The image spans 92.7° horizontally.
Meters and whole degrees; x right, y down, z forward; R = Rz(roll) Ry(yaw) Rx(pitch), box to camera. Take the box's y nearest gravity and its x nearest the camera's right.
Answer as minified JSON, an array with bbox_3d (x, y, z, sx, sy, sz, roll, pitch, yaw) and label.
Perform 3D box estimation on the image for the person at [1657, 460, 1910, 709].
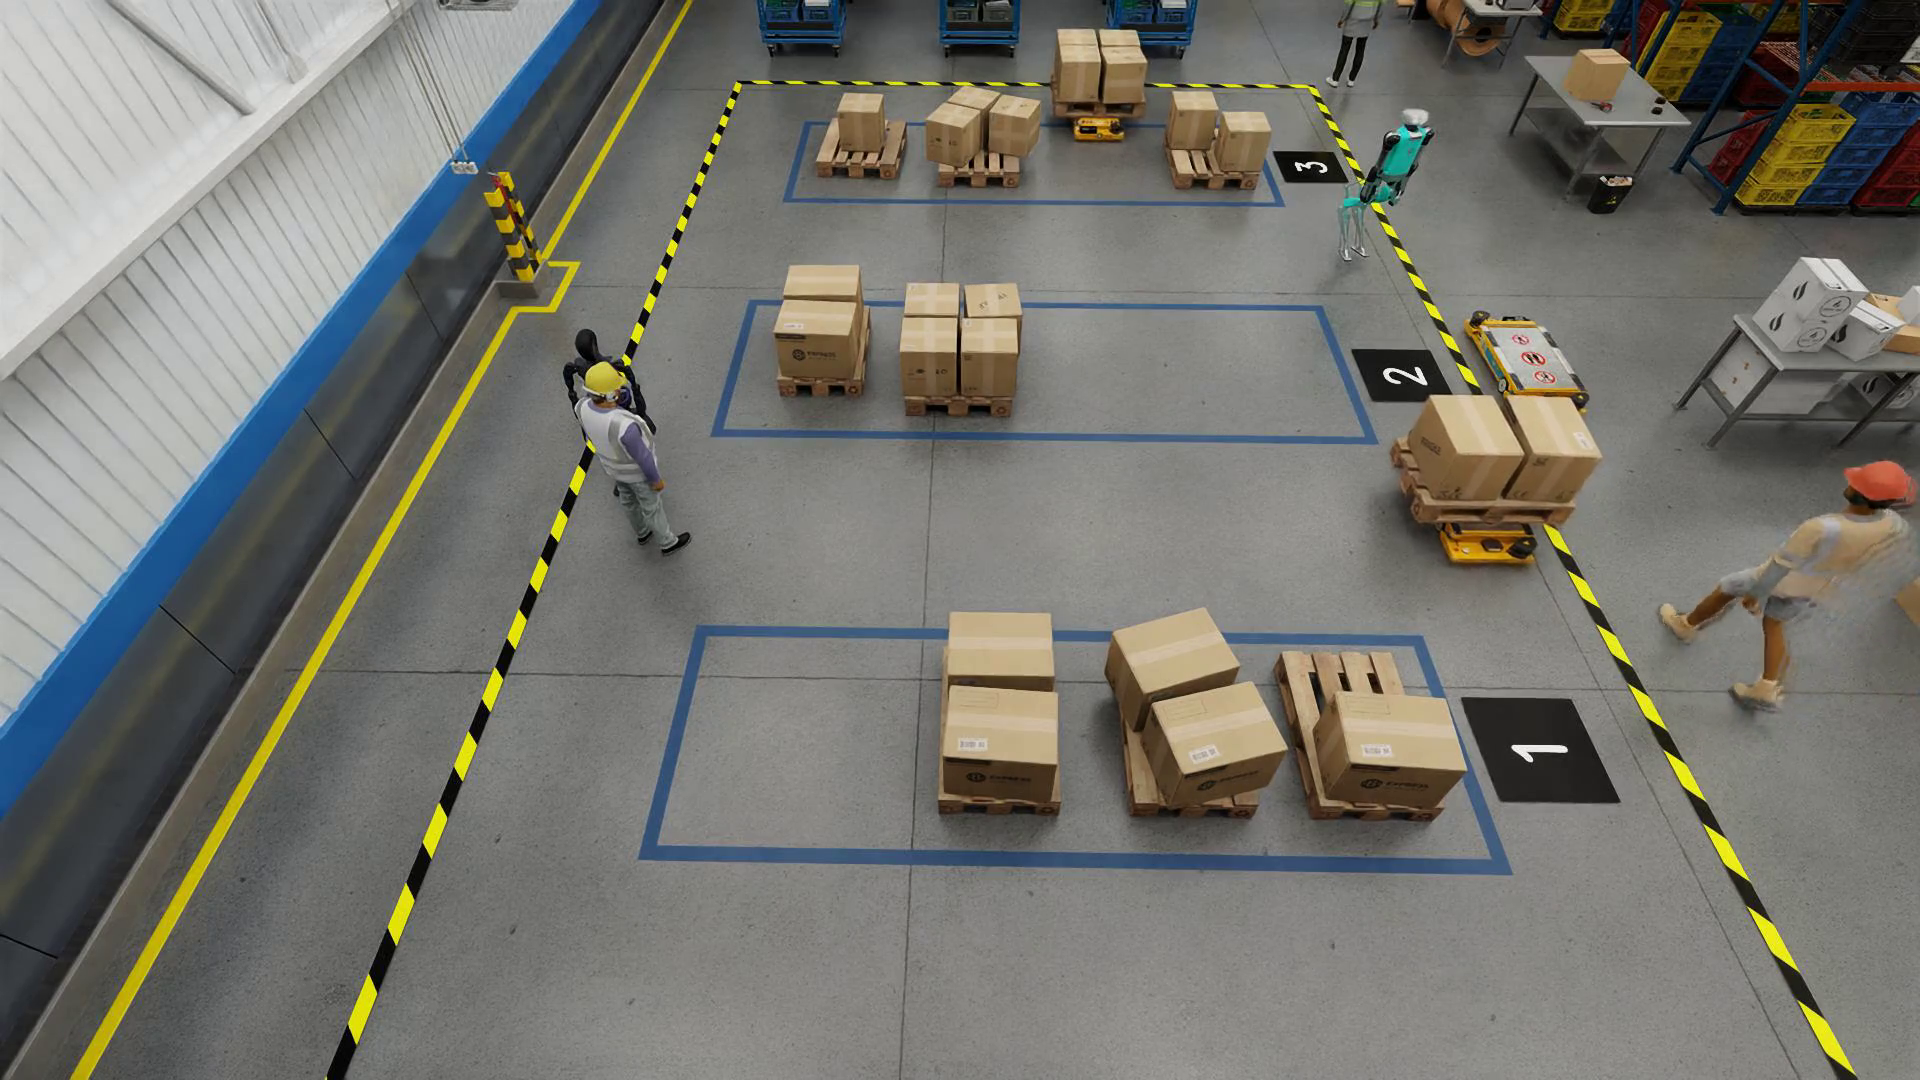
[{"bbox_3d":[5.607,0.283,6.143,0.607,2.005,0.971,0,49,0],"label":"person"}]

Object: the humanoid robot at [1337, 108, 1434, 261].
[{"bbox_3d":[4.431,-3.846,9.802,0.533,1.677,0.735,-13,50,-11],"label":"humanoid robot"}]

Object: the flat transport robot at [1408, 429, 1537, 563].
[{"bbox_3d":[4.342,-0.408,7.868,0.652,0.197,1.431,1,49,1],"label":"flat transport robot"}]

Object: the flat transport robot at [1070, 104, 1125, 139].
[{"bbox_3d":[1.870,-5.964,12.678,0.652,0.197,1.431,0,49,0],"label":"flat transport robot"}]

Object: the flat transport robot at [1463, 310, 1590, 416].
[{"bbox_3d":[5.573,-1.757,9.054,0.659,0.231,1.431,1,49,1],"label":"flat transport robot"}]

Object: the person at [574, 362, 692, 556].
[{"bbox_3d":[-2.507,-0.585,7.010,0.585,1.825,0.404,25,54,20],"label":"person"}]

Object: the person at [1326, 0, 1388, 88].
[{"bbox_3d":[5.610,-7.327,12.827,0.596,1.852,0.360,0,49,0],"label":"person"}]

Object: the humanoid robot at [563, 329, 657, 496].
[{"bbox_3d":[-2.819,-1.021,7.478,0.599,1.653,0.315,-6,49,-5],"label":"humanoid robot"}]
